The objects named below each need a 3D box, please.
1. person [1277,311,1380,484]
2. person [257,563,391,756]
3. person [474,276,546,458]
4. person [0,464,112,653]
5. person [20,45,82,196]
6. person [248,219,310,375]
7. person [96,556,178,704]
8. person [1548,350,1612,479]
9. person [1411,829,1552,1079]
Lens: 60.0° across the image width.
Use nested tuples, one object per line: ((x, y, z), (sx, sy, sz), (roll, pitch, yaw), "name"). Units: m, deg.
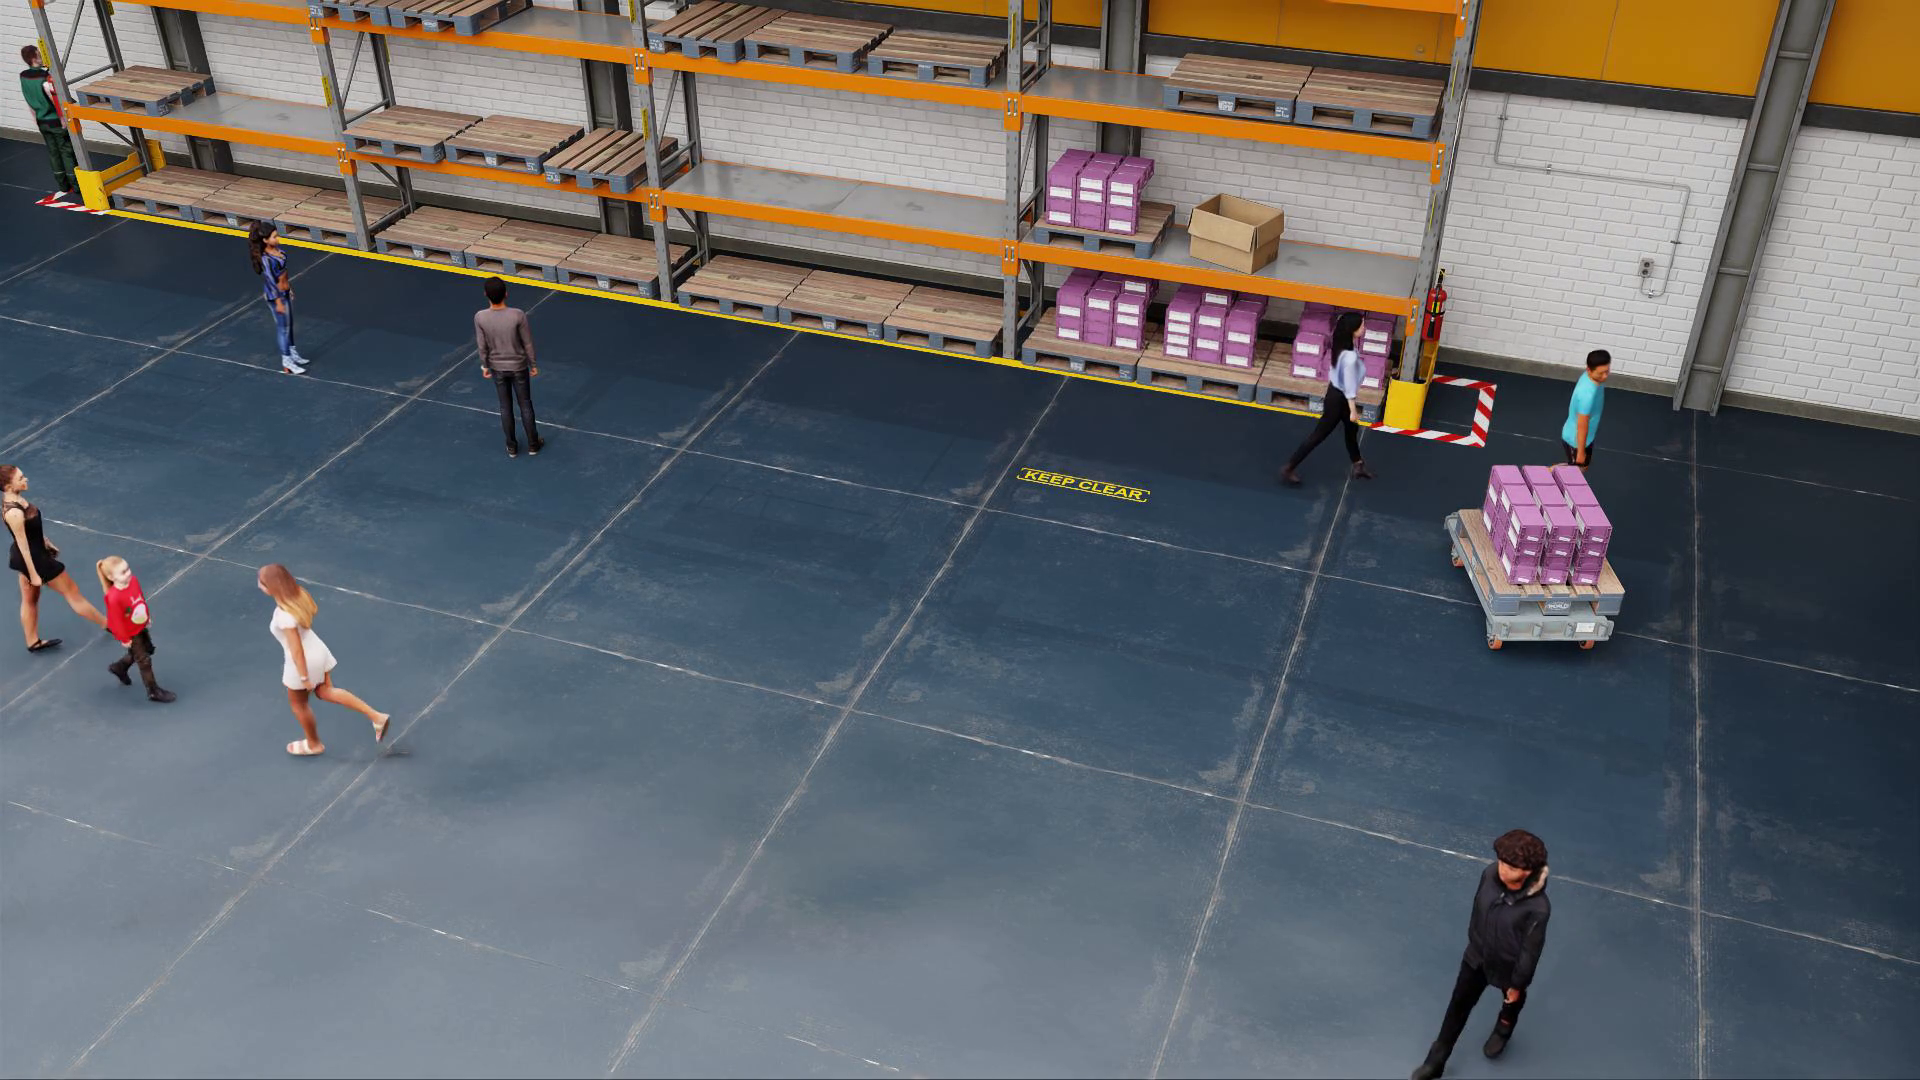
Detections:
((3.257, -1.203, 14.715), (1.240, 1.697, 0.909), (1, 34, 2), "person")
((-4.485, 0.854, 11.641), (1.088, 1.673, 0.848), (0, 34, -1), "person")
((-4.136, -1.582, 15.221), (0.630, 1.767, 0.781), (22, 39, 29), "person")
((-7.156, 0.176, 12.689), (1.031, 1.643, 1.015), (-18, 38, -25), "person")
((-11.253, -5.205, 20.606), (0.502, 1.840, 0.685), (11, 35, 16), "person")
((-6.815, -2.439, 16.642), (0.703, 1.622, 0.694), (-5, 34, -7), "person")
((-6.176, 0.650, 12.311), (0.807, 1.271, 0.624), (2, 34, 4), "person")
((5.182, -0.876, 14.181), (0.941, 1.743, 0.707), (13, 36, 19), "person")
((3.106, 2.312, 9.396), (1.018, 1.730, 1.119), (-27, 42, -34), "person")
